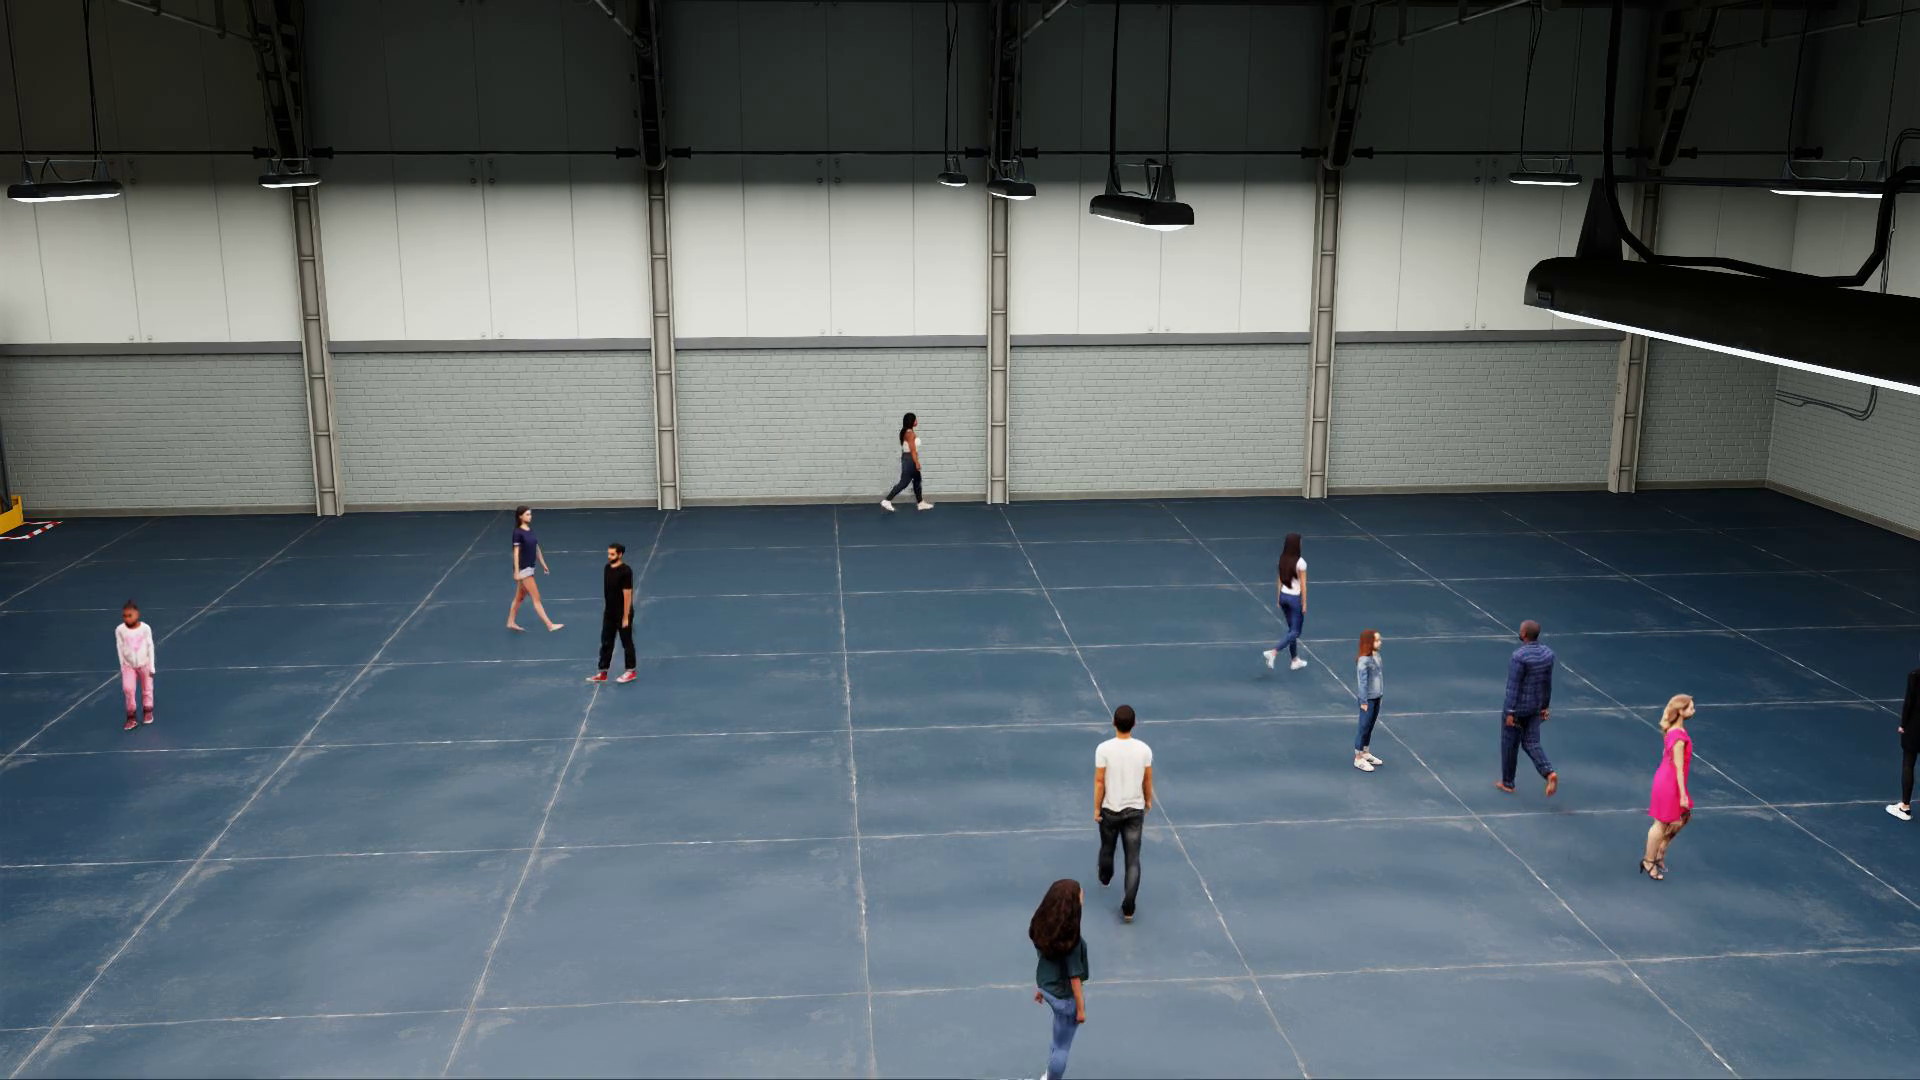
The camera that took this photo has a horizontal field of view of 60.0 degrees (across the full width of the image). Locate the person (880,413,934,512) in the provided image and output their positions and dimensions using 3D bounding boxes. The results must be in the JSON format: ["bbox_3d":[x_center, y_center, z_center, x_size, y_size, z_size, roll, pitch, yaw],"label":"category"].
[{"bbox_3d":[-0.994,-1.345,29.633,1.210,1.772,0.685,-2,13,-9],"label":"person"}]

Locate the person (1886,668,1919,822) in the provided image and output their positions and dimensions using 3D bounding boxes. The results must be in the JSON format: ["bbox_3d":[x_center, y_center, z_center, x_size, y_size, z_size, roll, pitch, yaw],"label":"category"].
[{"bbox_3d":[9.274,1.807,15.957,0.503,1.801,0.694,2,13,7],"label":"person"}]

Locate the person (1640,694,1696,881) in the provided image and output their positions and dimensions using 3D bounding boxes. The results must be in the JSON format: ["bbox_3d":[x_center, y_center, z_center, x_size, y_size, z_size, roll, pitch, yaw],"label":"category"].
[{"bbox_3d":[6.139,2.163,14.613,0.744,1.715,0.695,6,14,23],"label":"person"}]

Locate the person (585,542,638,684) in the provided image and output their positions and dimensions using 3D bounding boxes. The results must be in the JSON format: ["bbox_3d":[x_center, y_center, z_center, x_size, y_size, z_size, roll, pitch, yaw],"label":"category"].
[{"bbox_3d":[-4.072,0.868,20.139,0.955,1.744,1.008,10,17,38],"label":"person"}]

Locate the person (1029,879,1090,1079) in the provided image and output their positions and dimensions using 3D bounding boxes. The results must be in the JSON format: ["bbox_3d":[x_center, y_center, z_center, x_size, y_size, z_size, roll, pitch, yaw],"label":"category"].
[{"bbox_3d":[0.605,3.039,11.073,0.733,1.605,0.700,-7,15,-27],"label":"person"}]

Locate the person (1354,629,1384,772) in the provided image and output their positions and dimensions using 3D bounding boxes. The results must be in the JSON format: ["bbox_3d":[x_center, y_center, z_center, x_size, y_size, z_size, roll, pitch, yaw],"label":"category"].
[{"bbox_3d":[4.263,1.649,17.357,0.687,1.477,0.639,9,16,35],"label":"person"}]

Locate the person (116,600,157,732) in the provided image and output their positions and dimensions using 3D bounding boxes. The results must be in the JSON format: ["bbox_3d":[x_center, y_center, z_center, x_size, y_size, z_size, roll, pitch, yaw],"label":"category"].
[{"bbox_3d":[-9.222,1.367,18.680,0.728,1.429,0.684,-4,14,-17],"label":"person"}]

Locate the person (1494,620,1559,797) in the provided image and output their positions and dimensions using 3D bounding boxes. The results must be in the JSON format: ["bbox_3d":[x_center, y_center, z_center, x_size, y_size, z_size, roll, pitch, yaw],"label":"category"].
[{"bbox_3d":[5.641,1.696,16.441,1.001,1.799,0.917,-6,14,-23],"label":"person"}]

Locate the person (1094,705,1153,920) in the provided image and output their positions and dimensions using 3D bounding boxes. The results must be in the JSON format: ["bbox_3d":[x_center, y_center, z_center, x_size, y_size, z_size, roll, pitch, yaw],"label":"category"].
[{"bbox_3d":[1.374,2.299,13.914,1.052,1.764,0.768,0,13,-2],"label":"person"}]

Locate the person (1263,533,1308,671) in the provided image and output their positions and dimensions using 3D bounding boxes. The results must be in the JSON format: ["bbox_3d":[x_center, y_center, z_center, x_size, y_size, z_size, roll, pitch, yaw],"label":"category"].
[{"bbox_3d":[4.024,0.795,20.434,1.092,1.754,0.901,-9,16,-33],"label":"person"}]

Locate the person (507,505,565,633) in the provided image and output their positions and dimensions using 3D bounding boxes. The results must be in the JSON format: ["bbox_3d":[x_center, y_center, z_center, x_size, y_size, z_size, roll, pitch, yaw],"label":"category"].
[{"bbox_3d":[-5.862,0.412,22.160,1.168,1.721,0.843,3,13,13],"label":"person"}]
